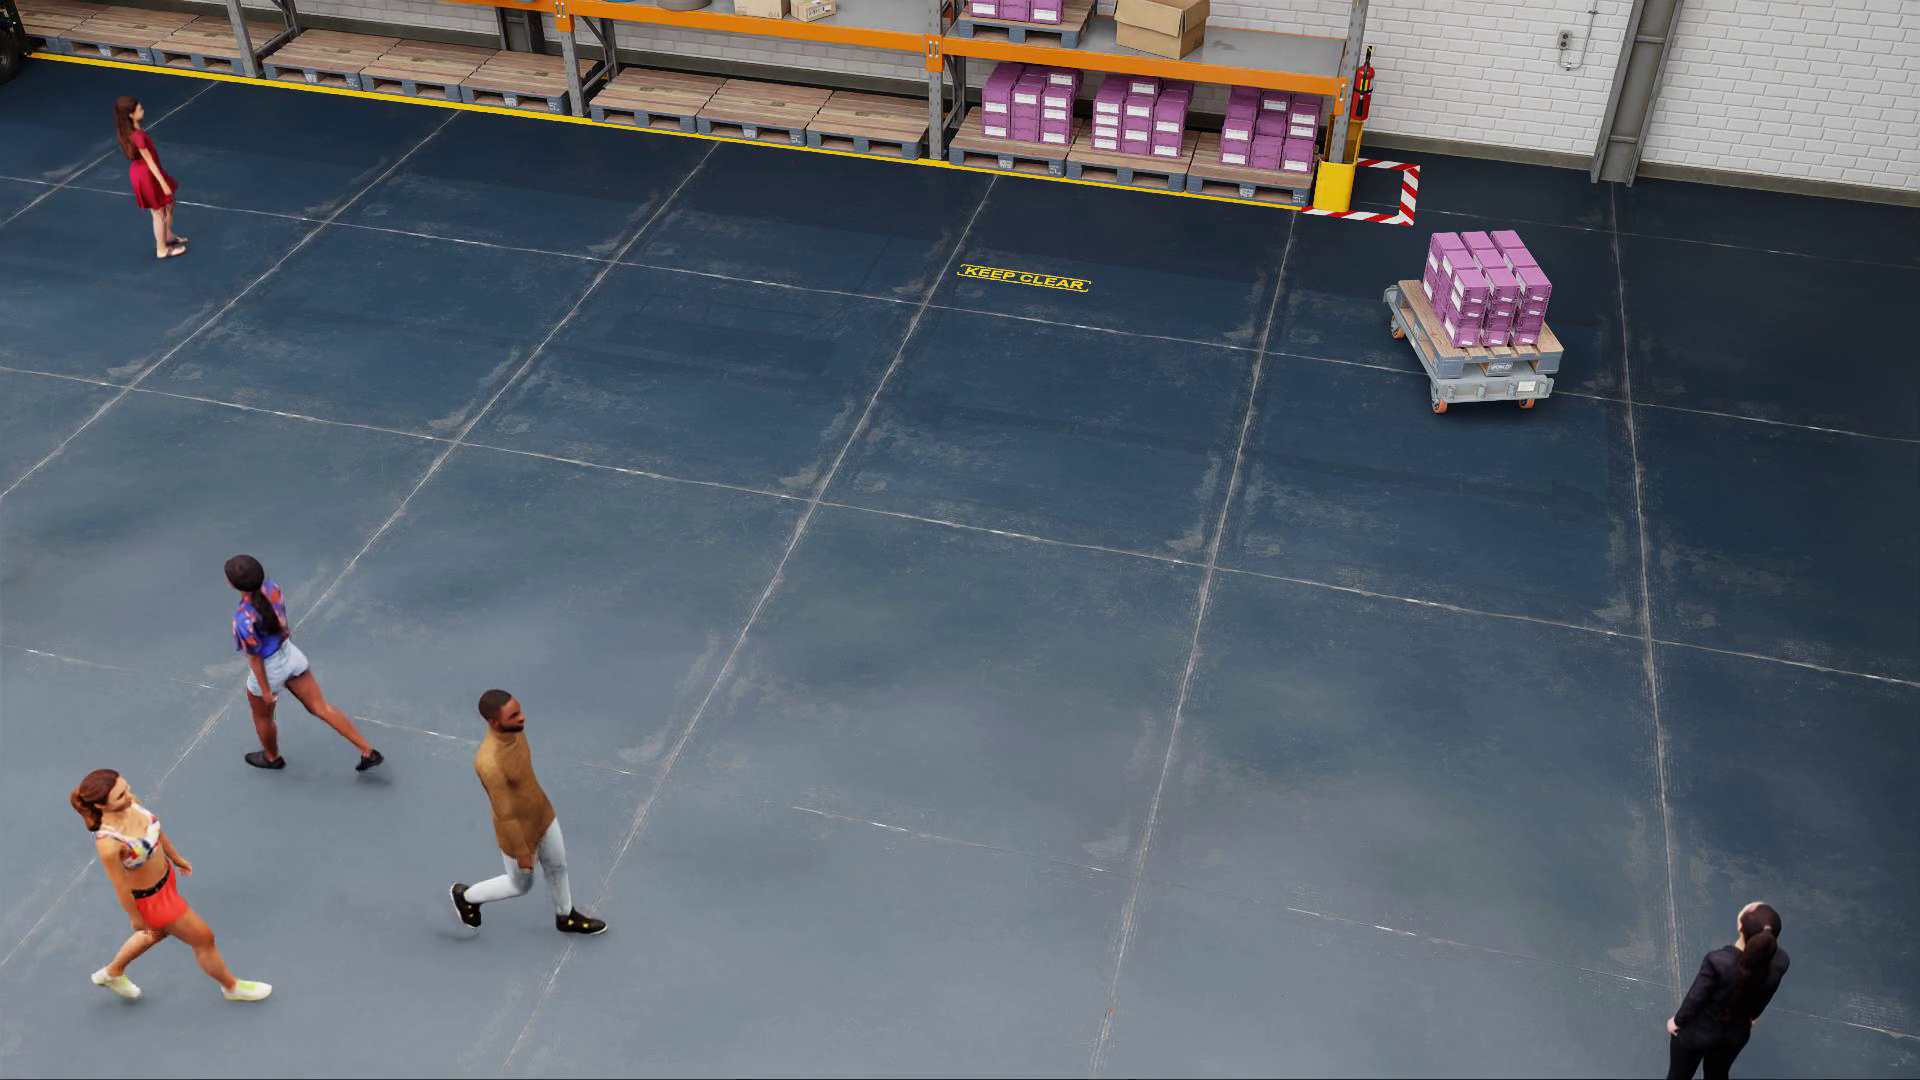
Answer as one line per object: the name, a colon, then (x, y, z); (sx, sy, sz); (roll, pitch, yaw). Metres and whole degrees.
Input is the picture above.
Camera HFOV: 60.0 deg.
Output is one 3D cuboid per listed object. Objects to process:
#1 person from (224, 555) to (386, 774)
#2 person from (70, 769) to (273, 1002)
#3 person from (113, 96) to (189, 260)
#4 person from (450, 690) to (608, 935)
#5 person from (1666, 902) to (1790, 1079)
person: (-3.945, 0.795, 9.836); (1.159, 1.707, 0.601); (9, 40, 11)
person: (-4.217, 1.811, 8.522); (1.190, 1.759, 0.899); (-6, 39, -8)
person: (-7.411, -3.252, 15.037); (0.765, 1.539, 0.707); (-27, 46, -29)
person: (-2.421, 1.508, 8.870); (1.082, 1.797, 0.743); (4, 39, 5)
person: (3.597, 2.318, 7.926); (0.527, 1.711, 0.687); (-2, 39, -3)
